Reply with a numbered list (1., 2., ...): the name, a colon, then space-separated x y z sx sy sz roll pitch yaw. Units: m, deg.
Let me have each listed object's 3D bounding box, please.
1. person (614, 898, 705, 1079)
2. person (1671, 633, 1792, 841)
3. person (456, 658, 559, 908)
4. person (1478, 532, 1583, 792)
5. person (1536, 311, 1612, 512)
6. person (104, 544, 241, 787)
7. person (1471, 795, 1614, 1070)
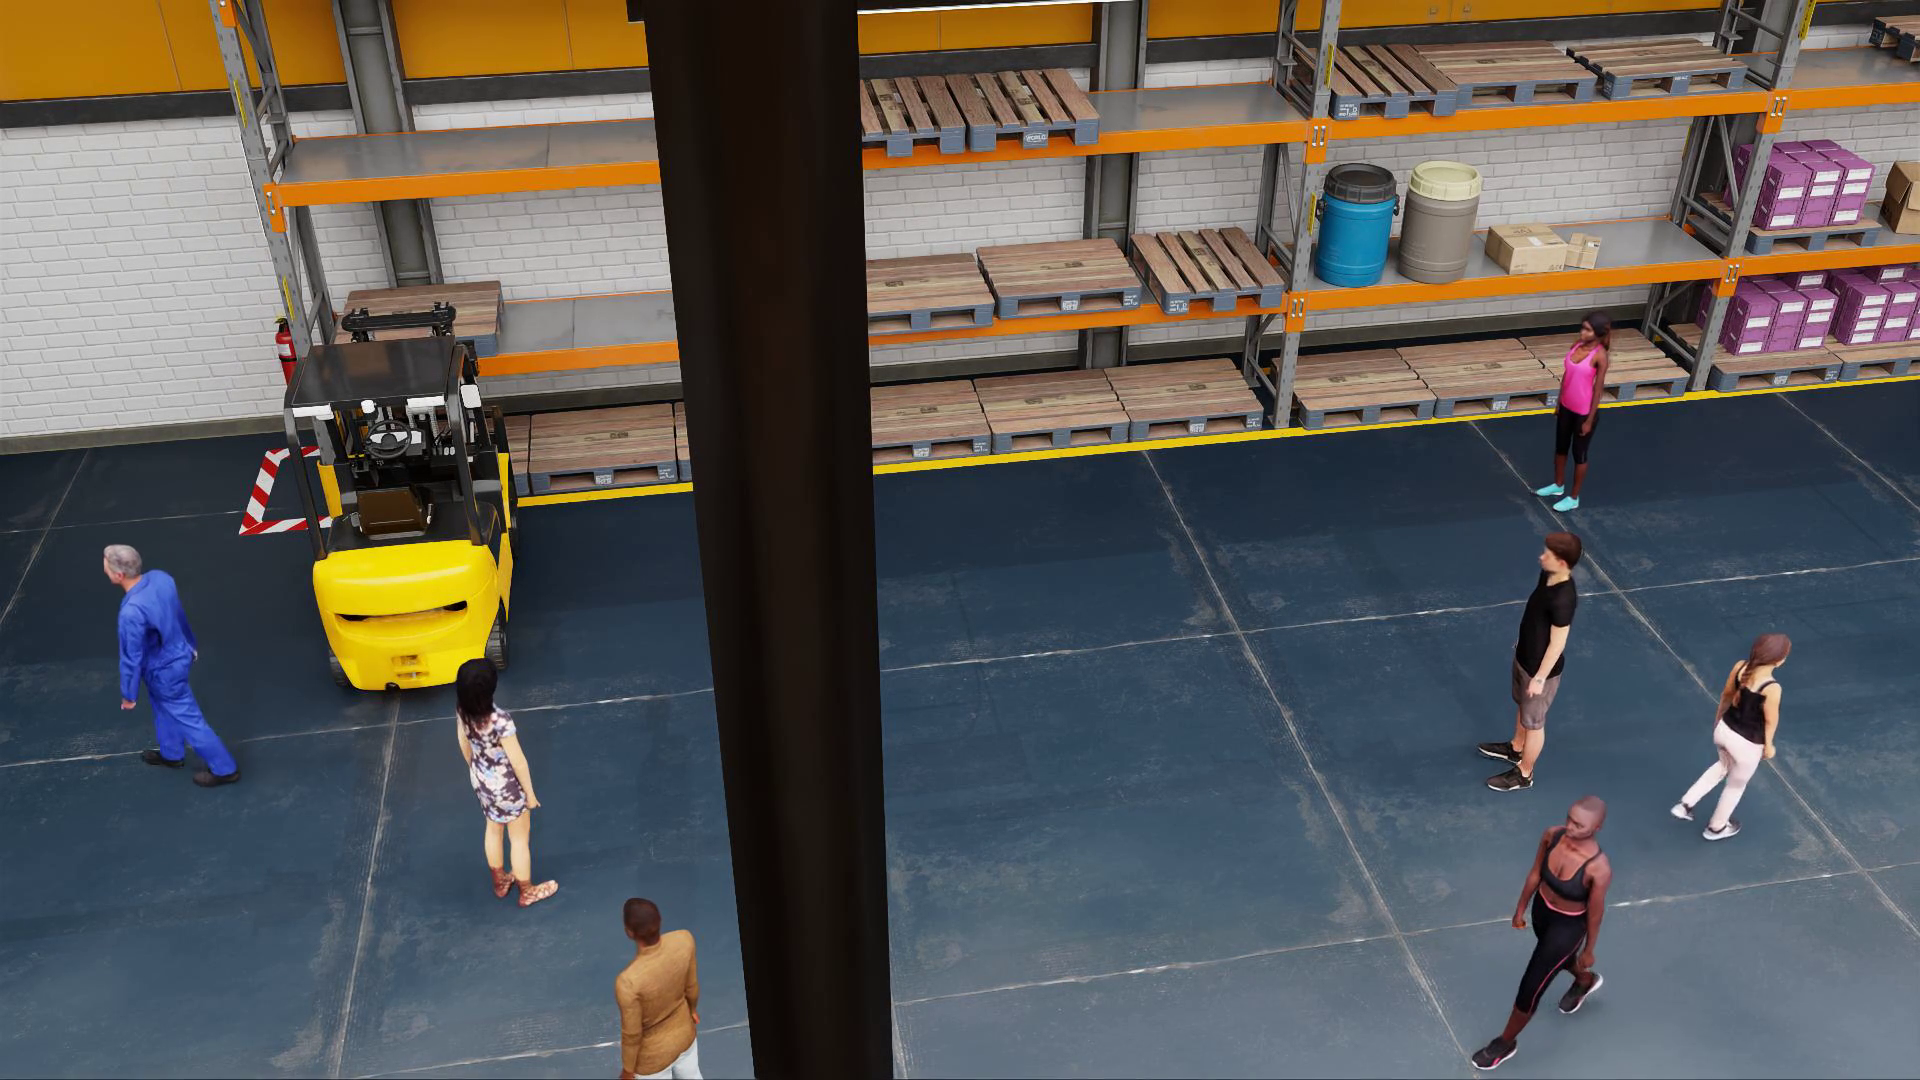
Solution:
1. person: -1.421 2.391 7.982 0.775 1.816 0.702 23 40 31
2. person: 4.640 1.212 9.994 0.723 1.552 0.575 -12 35 -17
3. person: -2.654 1.394 9.555 0.652 1.734 0.725 19 38 26
4. person: 3.635 0.750 10.410 0.675 1.860 0.739 2 34 3
5. person: 4.940 -1.041 13.230 0.608 1.721 0.600 -14 36 -20
6. person: -4.854 0.806 10.375 0.968 1.806 0.850 -2 34 -2
7. person: 3.197 1.979 8.690 1.247 1.718 0.848 -15 37 -22
